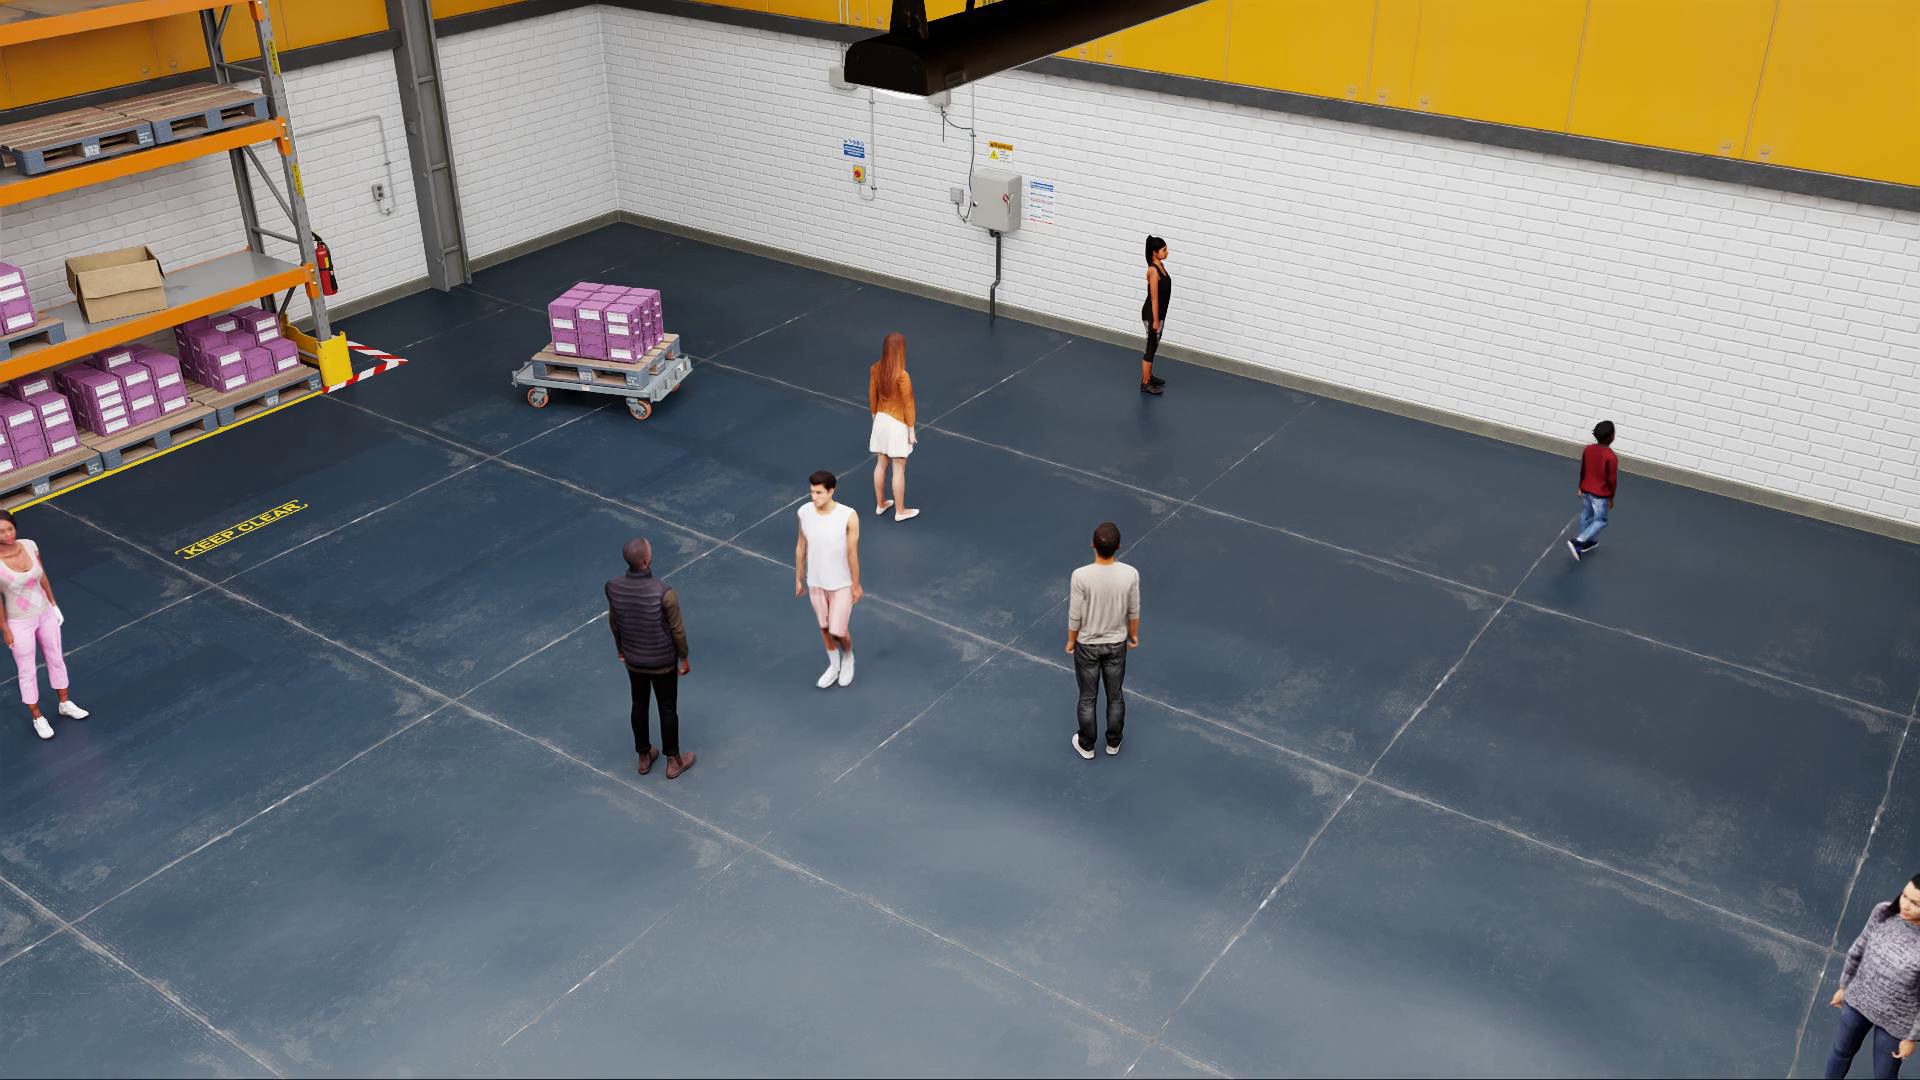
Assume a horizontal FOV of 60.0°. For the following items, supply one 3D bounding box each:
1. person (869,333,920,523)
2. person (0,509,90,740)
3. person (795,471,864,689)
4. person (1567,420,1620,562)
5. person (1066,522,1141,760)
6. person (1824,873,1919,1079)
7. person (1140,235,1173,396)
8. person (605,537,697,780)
[{"bbox_3d":[-0.604,-1.000,14.649,0.631,1.719,0.569,21,35,33],"label":"person"},{"bbox_3d":[-6.575,0.565,11.756,0.657,1.741,0.467,15,32,26],"label":"person"},{"bbox_3d":[-0.904,0.257,12.283,0.713,1.776,0.707,12,31,22],"label":"person"},{"bbox_3d":[5.352,-0.409,14.058,0.790,1.246,0.674,-14,32,-24],"label":"person"},{"bbox_3d":[0.980,0.695,11.443,0.728,1.812,0.780,-4,29,-7],"label":"person"},{"bbox_3d":[4.695,2.376,8.446,0.685,1.732,0.690,-13,31,-23],"label":"person"},{"bbox_3d":[2.004,-2.339,17.164,0.707,1.661,0.574,5,29,10],"label":"person"},{"bbox_3d":[-2.097,0.792,11.241,0.758,1.836,0.693,8,30,15],"label":"person"}]
